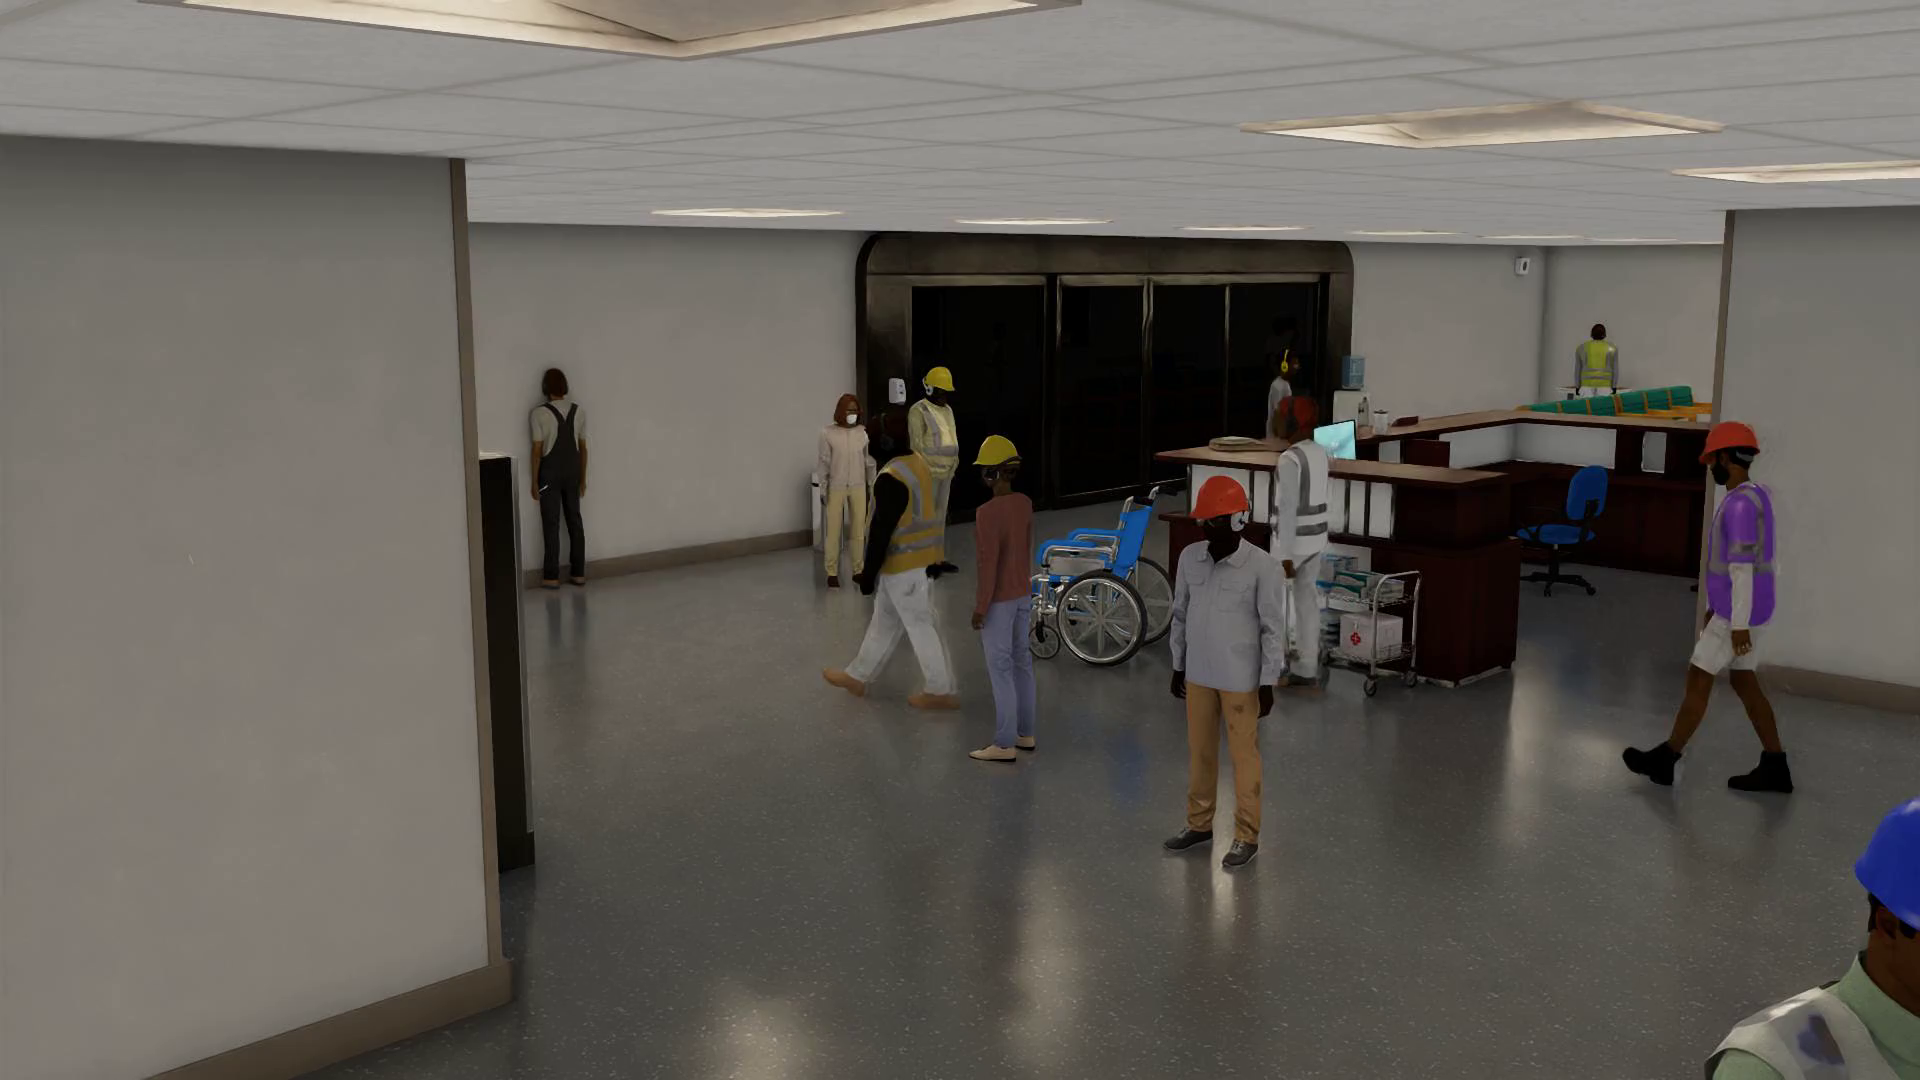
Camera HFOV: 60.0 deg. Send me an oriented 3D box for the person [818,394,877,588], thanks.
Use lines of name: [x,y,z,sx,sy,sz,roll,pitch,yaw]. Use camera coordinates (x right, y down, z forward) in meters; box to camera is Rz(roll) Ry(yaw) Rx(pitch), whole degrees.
person: [-0.938,-0.410,13.905,0.505,1.627,0.286,-3,10,-19]

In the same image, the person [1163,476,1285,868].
person: [1.161,0.580,7.430,0.573,1.748,0.342,9,13,43]

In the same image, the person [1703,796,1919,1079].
person: [1.351,1.297,2.468,0.604,1.937,0.402,-4,10,-24]

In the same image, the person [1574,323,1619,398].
person: [9.517,-2.310,24.885,0.627,1.845,0.429,4,10,24]

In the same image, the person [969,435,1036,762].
person: [0.213,0.316,9.016,0.328,1.767,0.532,5,11,30]

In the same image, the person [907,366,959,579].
person: [-0.208,-0.589,14.387,0.403,1.822,0.589,5,11,29]

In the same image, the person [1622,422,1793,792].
person: [3.893,0.348,8.467,0.814,1.875,0.620,6,11,33]

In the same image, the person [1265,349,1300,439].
person: [3.306,-1.018,16.953,0.418,1.855,0.511,2,9,10]

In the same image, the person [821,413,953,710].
person: [-0.453,0.137,10.024,0.924,1.795,0.631,2,9,12]

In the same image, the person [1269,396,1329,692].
person: [2.050,0.022,10.481,0.571,1.866,0.592,8,12,39]

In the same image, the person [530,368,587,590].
person: [-3.339,-0.508,13.849,0.501,1.839,0.343,-8,12,-41]
